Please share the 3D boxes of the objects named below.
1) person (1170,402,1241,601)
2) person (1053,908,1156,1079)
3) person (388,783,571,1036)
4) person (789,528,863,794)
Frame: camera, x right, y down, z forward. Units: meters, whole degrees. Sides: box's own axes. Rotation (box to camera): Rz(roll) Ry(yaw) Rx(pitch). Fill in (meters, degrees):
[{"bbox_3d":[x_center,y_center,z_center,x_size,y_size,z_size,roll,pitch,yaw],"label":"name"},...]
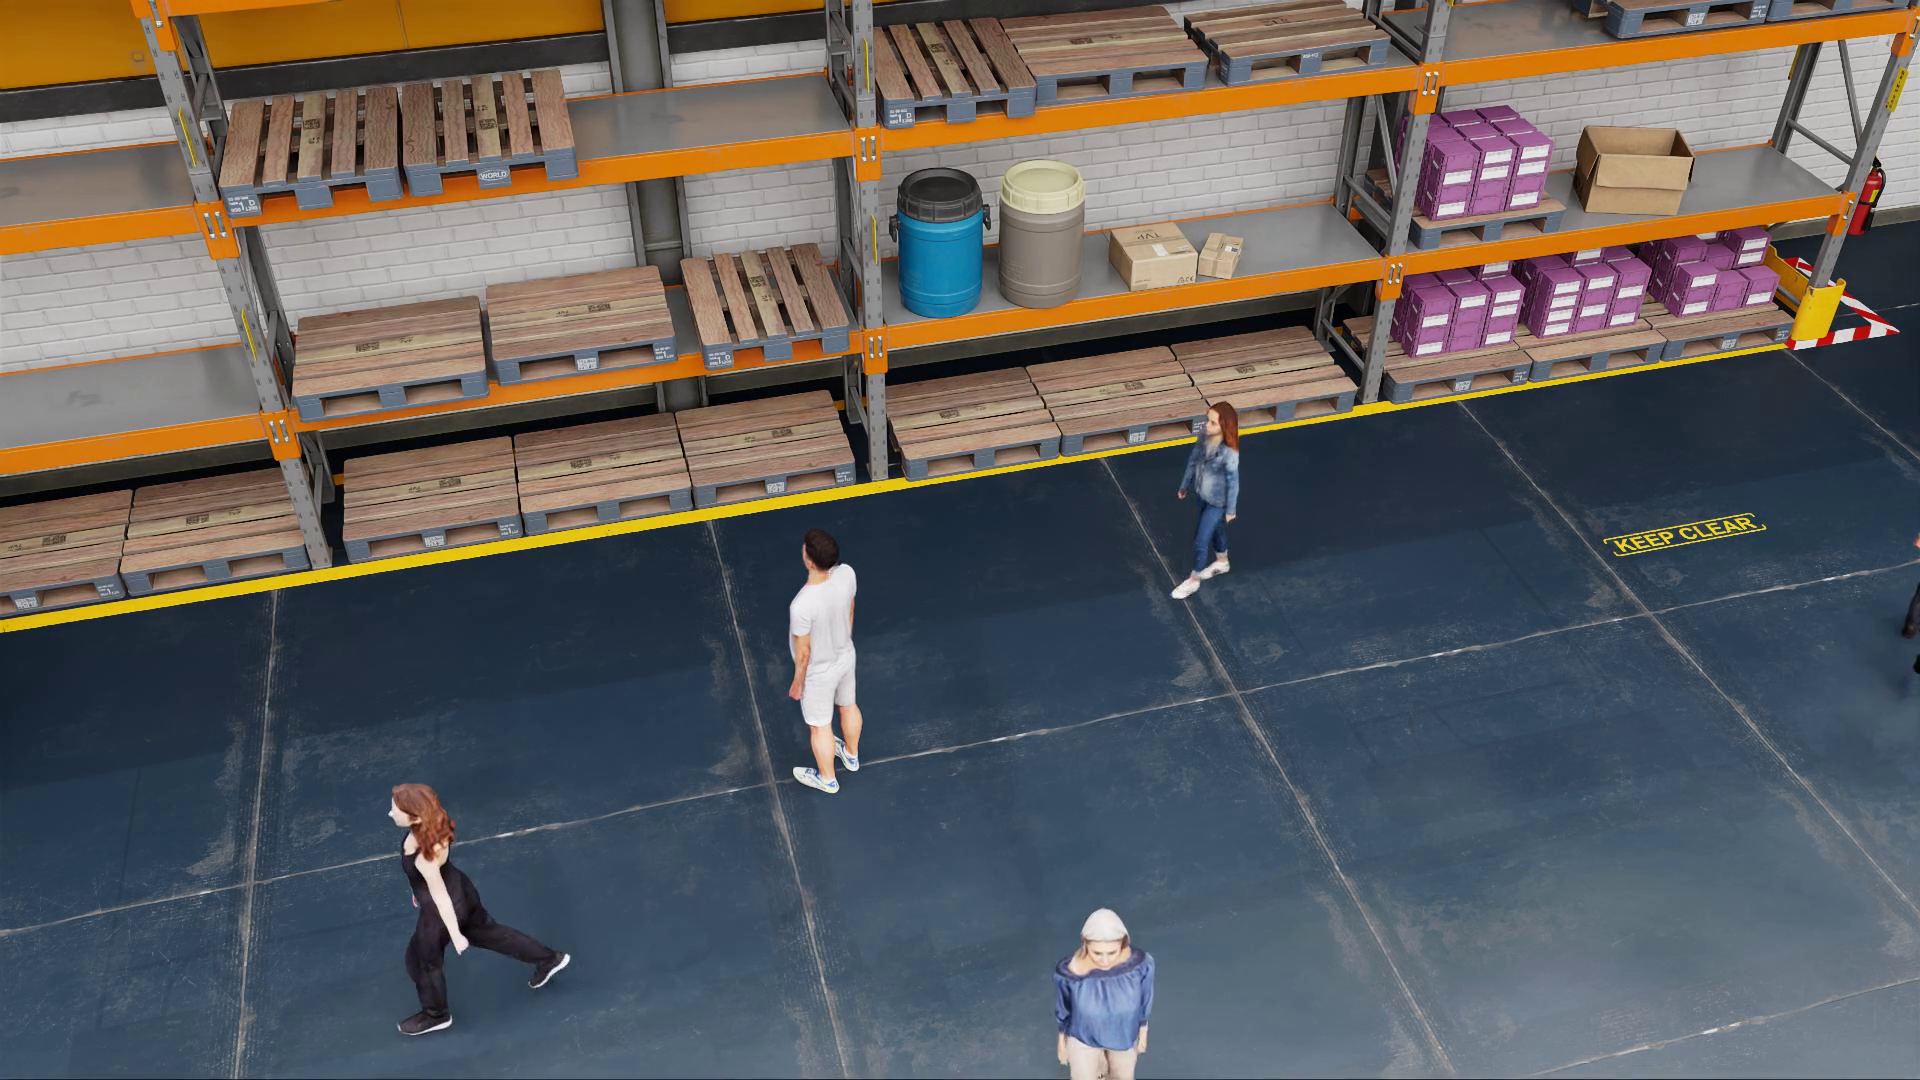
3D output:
[{"bbox_3d":[1.754,-0.308,11.091,0.796,1.461,0.628,-15,41,-17],"label":"person"},{"bbox_3d":[0.643,2.240,7.732,0.824,1.682,0.752,-4,39,-5],"label":"person"},{"bbox_3d":[-2.455,1.787,8.267,1.120,1.712,0.591,-11,40,-13],"label":"person"},{"bbox_3d":[-0.767,0.691,9.524,0.823,1.855,0.736,24,44,27],"label":"person"}]
